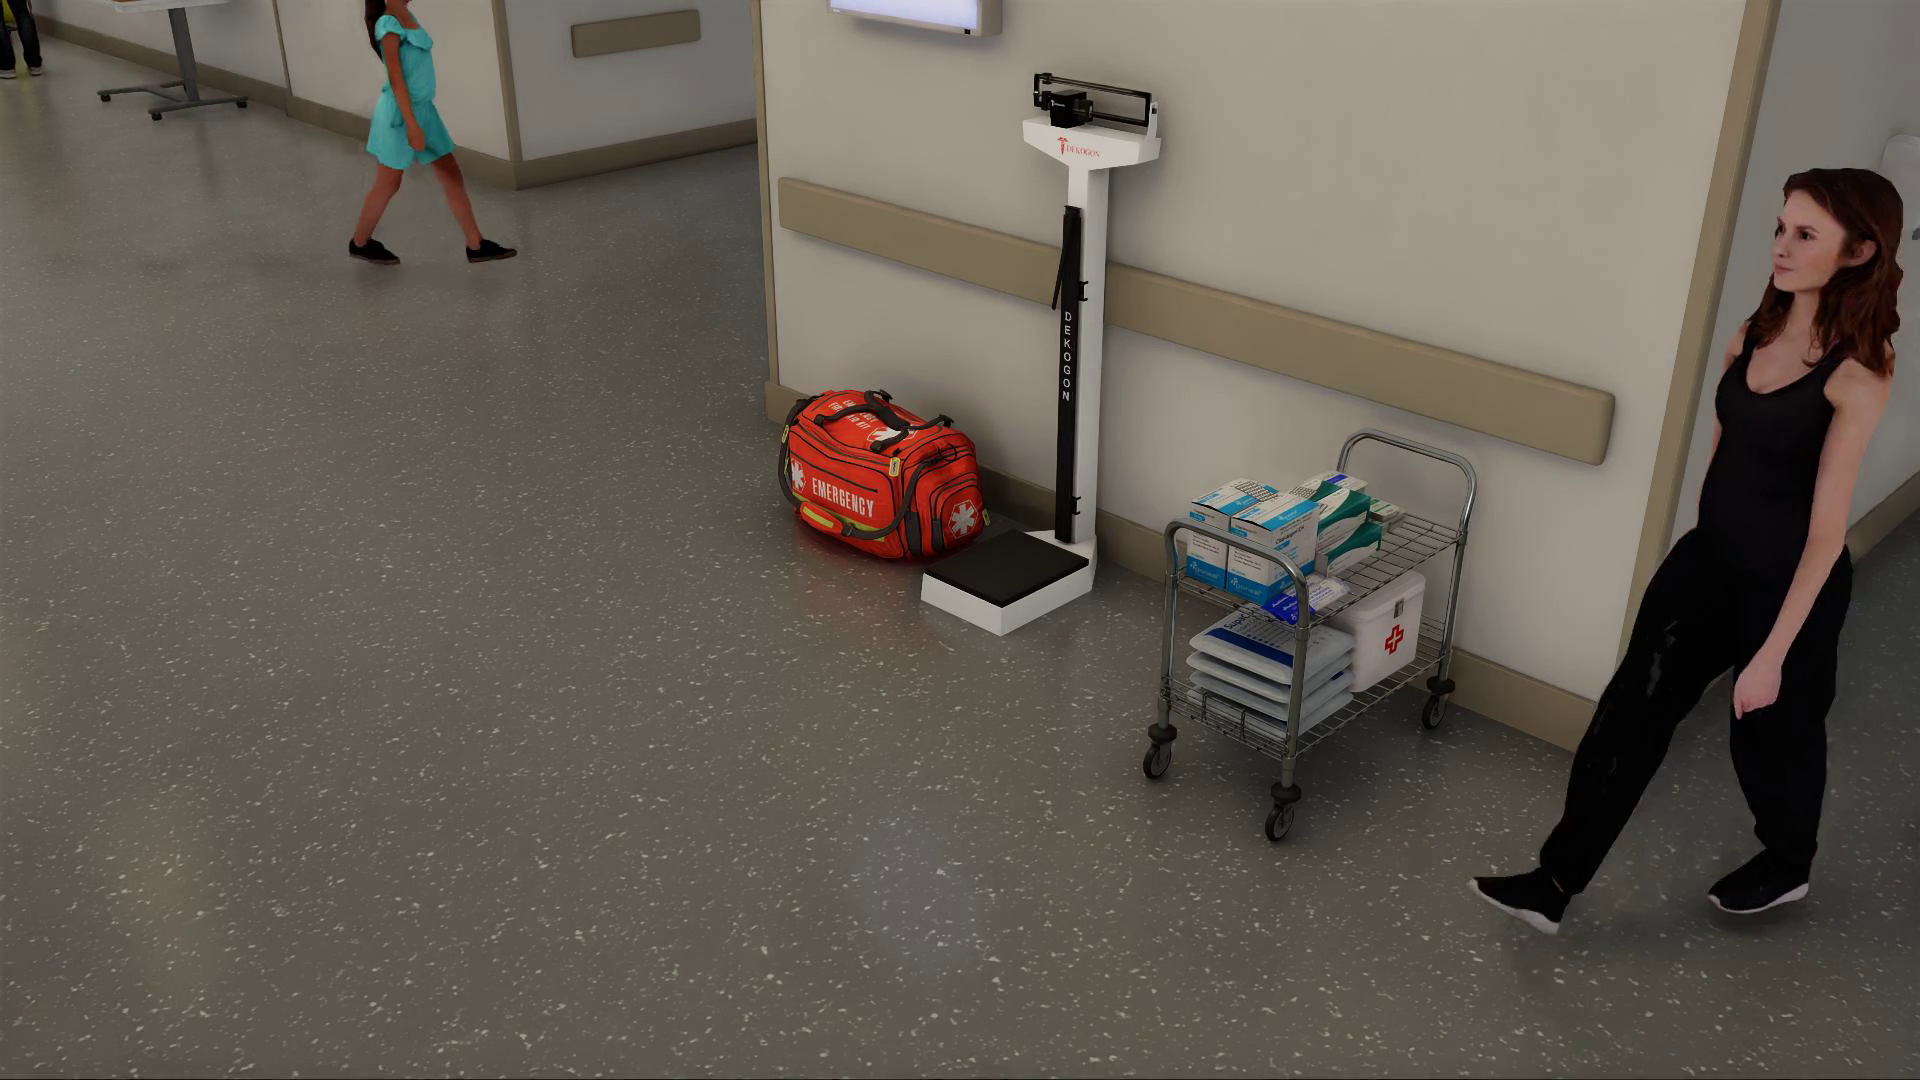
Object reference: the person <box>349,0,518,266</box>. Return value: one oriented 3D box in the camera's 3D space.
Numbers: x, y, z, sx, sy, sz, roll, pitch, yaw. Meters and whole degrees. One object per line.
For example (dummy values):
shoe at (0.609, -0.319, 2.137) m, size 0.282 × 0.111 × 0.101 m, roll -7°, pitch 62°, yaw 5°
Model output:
person at (-2.775, -2.053, 8.129) m, size 1.099 × 1.517 × 0.998 m, roll 2°, pitch 26°, yaw 4°

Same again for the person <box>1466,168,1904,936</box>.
person at (1.736, 0.109, 3.434) m, size 0.986 × 1.701 × 1.137 m, roll -9°, pitch 27°, yaw -18°
